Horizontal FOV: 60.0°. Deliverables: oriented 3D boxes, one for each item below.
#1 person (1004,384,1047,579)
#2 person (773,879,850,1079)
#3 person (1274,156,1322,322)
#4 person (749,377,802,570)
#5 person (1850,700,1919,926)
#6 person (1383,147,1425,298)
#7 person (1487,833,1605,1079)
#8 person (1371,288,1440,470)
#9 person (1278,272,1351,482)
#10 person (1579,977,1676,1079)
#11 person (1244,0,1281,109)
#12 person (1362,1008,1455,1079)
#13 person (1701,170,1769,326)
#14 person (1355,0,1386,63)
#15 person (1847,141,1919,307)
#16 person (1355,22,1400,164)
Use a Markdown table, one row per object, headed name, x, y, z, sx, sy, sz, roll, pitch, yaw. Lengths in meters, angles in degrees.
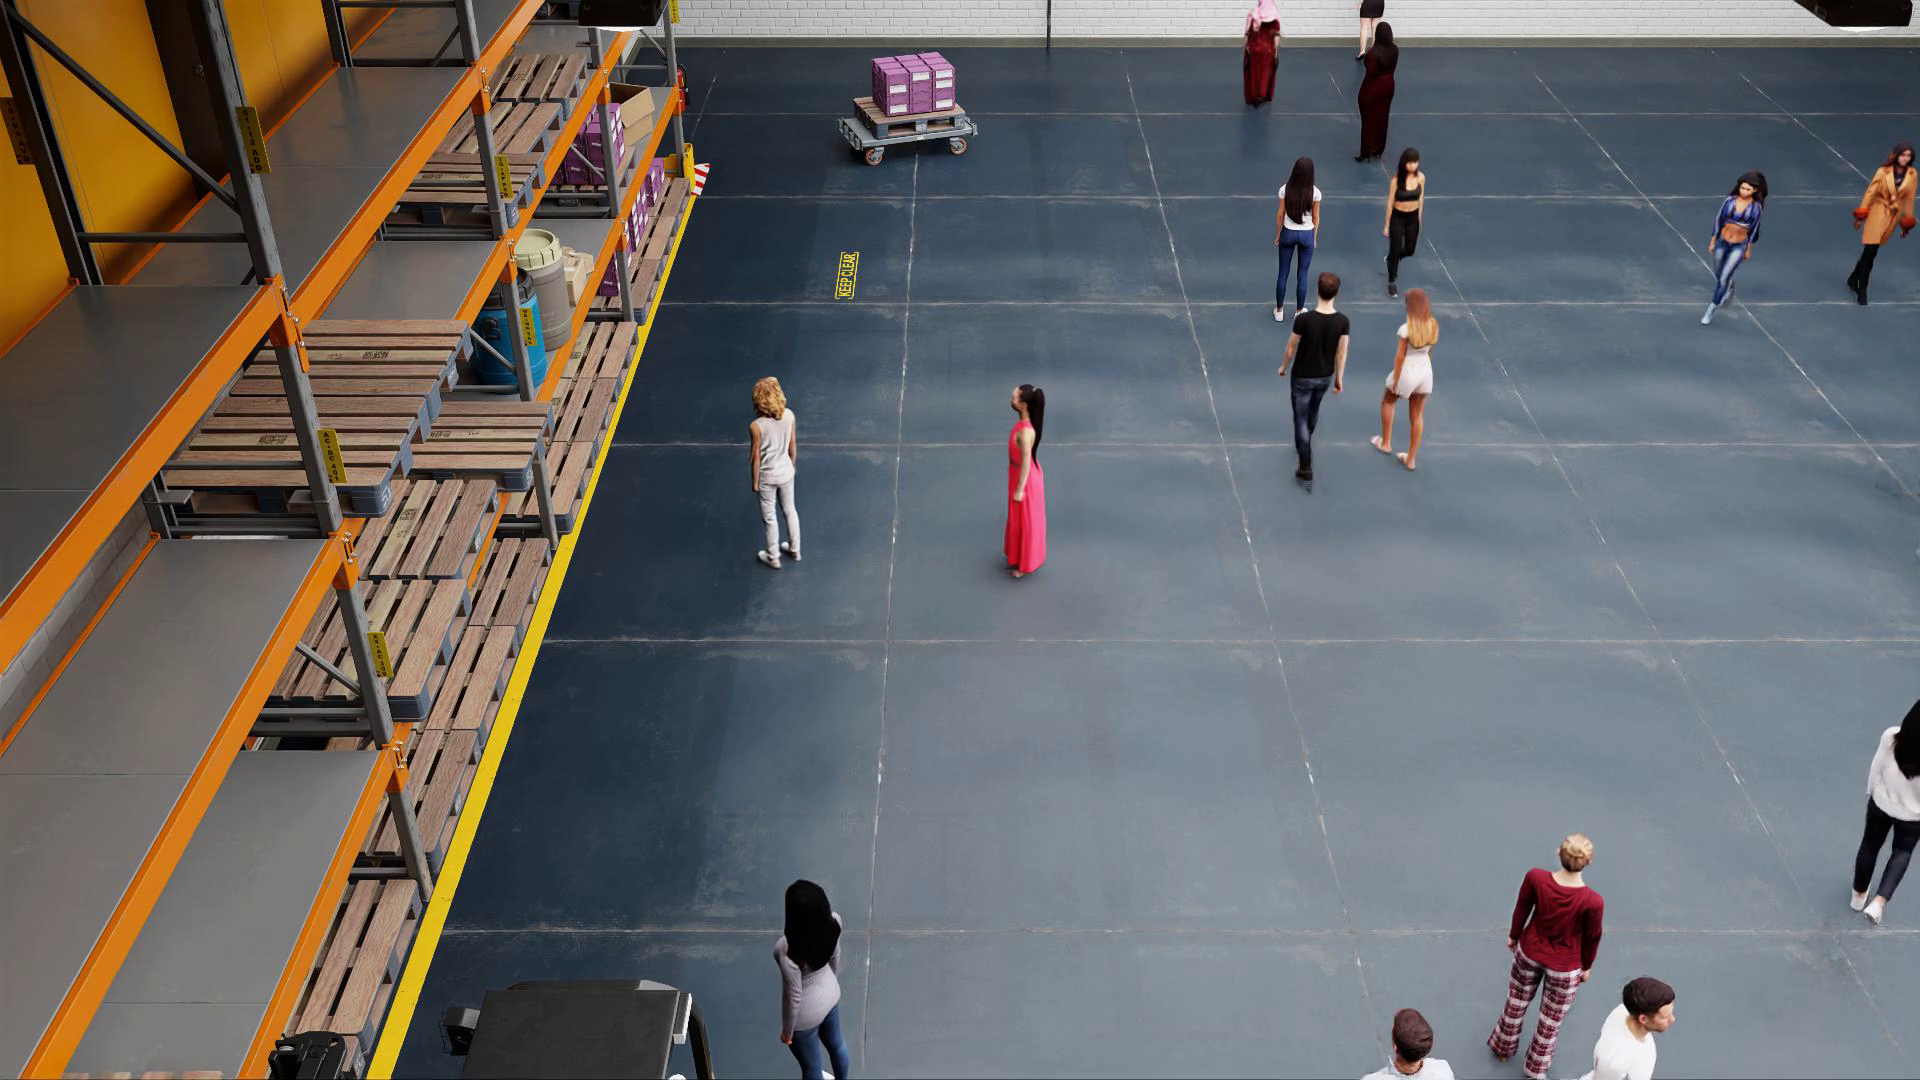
| name | x | y | z | sx | sy | sz | roll | pitch | yaw |
| --- | --- | --- | --- | --- | --- | --- | --- | --- | --- |
| person | 0.519 | -0.470 | 13.190 | 0.697 | 1.727 | 0.538 | 4 | 34 | 6 |
| person | -0.768 | 2.457 | 8.778 | 0.748 | 1.736 | 0.643 | 20 | 38 | 27 |
| person | 3.457 | -3.081 | 17.075 | 0.646 | 1.775 | 0.617 | 10 | 35 | 15 |
| person | -1.487 | -0.539 | 13.345 | 0.674 | 1.671 | 0.729 | -27 | 42 | -35 |
| person | 5.636 | 1.654 | 10.029 | 0.832 | 1.689 | 0.904 | 24 | 41 | 32 |
| person | 4.695 | -3.420 | 17.715 | 0.623 | 1.630 | 0.781 | -4 | 34 | -7 |
| person | 3.231 | 2.263 | 9.105 | 0.697 | 1.697 | 0.727 | 23 | 40 | 30 |
| person | 4.004 | -1.375 | 14.607 | 0.724 | 1.666 | 0.856 | -7 | 34 | -10 |
| person | 3.065 | -1.389 | 14.438 | 0.736 | 1.877 | 1.105 | -4 | 34 | -5 |
| person | 3.074 | 2.793 | 8.206 | 1.103 | 1.810 | 1.205 | 17 | 37 | 23 |
| person | 4.087 | -6.674 | 22.601 | 0.696 | 1.642 | 0.693 | 5 | 34 | 8 |
| person | 2.100 | 3.004 | 7.889 | 0.712 | 1.810 | 1.259 | -3 | 34 | -4 |
| person | 7.996 | -3.043 | 17.184 | 1.003 | 1.591 | 1.083 | 27 | 42 | 34 |
| person | 6.040 | -7.856 | 24.373 | 0.600 | 1.648 | 0.579 | -7 | 34 | -11 |
| person | 9.738 | -3.404 | 17.635 | 0.815 | 1.694 | 1.041 | 5 | 34 | 8 |
| person | 5.265 | -5.636 | 20.937 | 0.767 | 1.756 | 0.794 | -21 | 39 | -29 |
